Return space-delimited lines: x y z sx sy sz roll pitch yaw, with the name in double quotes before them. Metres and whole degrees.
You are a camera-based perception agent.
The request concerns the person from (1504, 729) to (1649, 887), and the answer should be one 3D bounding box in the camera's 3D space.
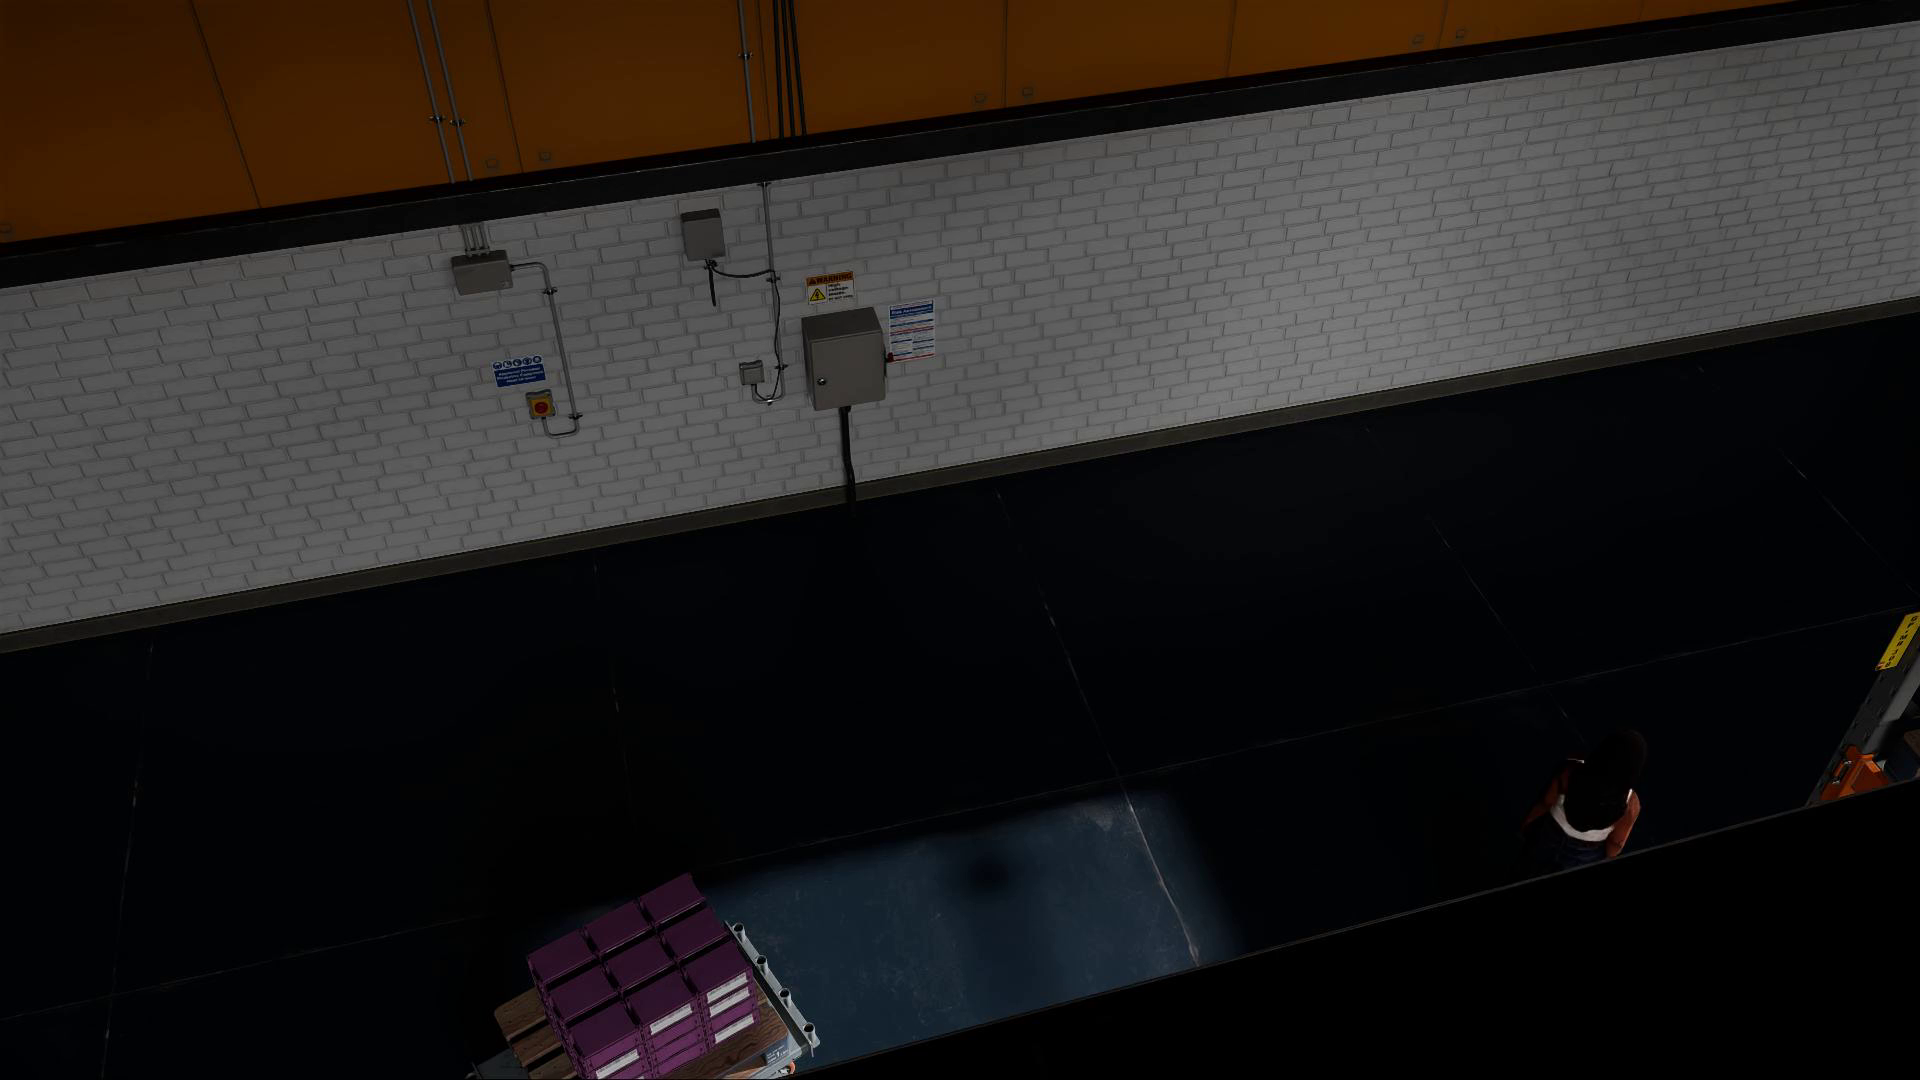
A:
"person" 3.243 1.716 8.992 0.887 1.784 0.937 29 51 27
